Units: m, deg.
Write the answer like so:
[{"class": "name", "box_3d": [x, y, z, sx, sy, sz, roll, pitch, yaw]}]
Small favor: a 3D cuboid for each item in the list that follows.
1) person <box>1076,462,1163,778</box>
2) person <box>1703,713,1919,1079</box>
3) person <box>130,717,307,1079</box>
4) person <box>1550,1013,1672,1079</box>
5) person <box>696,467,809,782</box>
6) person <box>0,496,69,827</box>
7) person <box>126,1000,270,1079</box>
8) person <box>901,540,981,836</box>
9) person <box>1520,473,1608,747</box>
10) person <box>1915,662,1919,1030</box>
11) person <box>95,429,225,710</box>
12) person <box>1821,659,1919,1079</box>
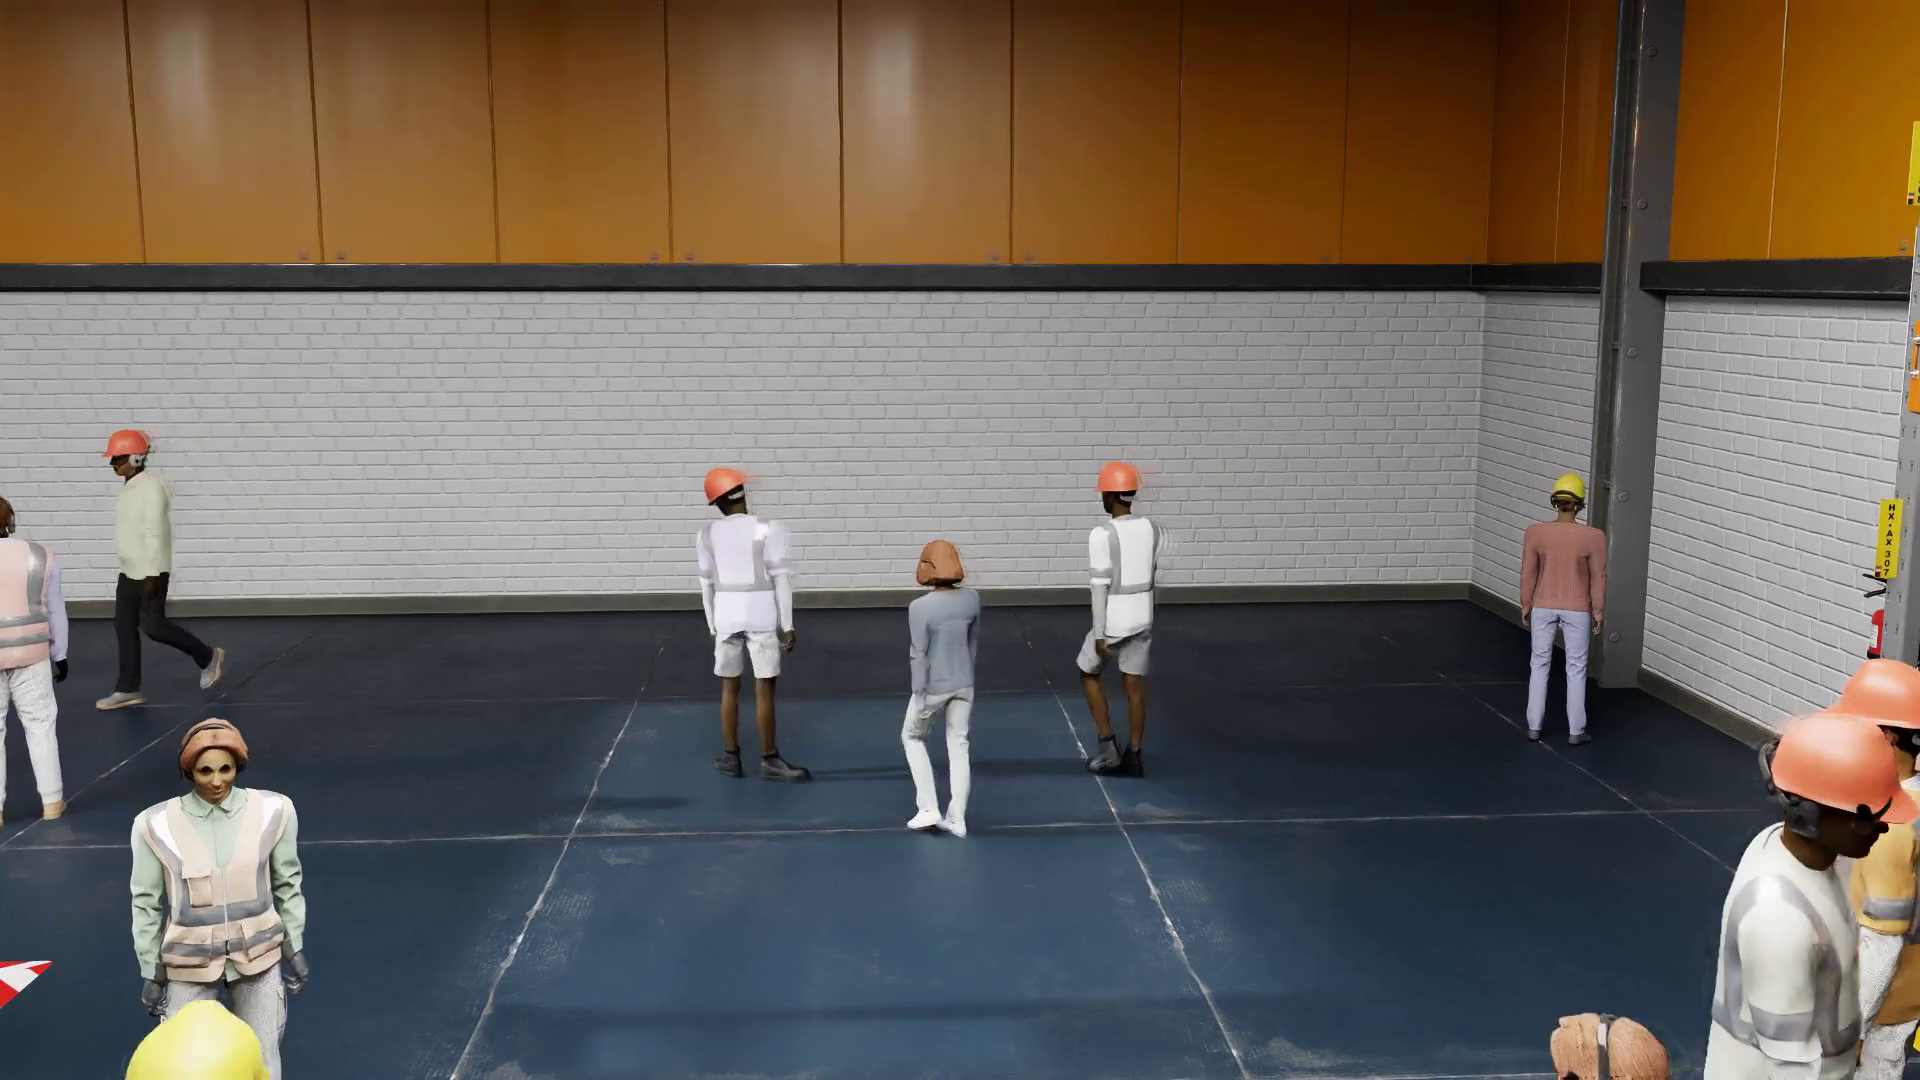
[{"class": "person", "box_3d": [0.970, 0.487, 10.061, 0.553, 1.919, 0.482, -6, 11, -31]}, {"class": "person", "box_3d": [2.073, 1.394, 4.020, 0.506, 2.029, 0.634, 6, 11, 32]}, {"class": "person", "box_3d": [-2.371, 1.372, 5.358, 0.511, 1.640, 0.309, -6, 11, -31]}, {"class": "person", "box_3d": [1.472, 1.729, 3.336, 0.928, 1.576, 0.530, 6, 11, 33]}, {"class": "person", "box_3d": [-1.219, 0.512, 10.028, 0.723, 1.892, 0.381, 2, 9, 14]}, {"class": "person", "box_3d": [-5.269, 0.662, 9.183, 0.633, 1.841, 0.429, -6, 11, -33]}, {"class": "person", "box_3d": [-1.307, 1.688, 2.843, 0.597, 1.814, 0.760, -1, 9, -5]}, {"class": "person", "box_3d": [-0.104, 0.801, 9.018, 0.506, 1.620, 0.437, -6, 11, -34]}, {"class": "person", "box_3d": [3.900, 0.449, 10.766, 0.533, 1.765, 0.330, 5, 10, 30]}, {"class": "person", "box_3d": [3.130, 1.243, 5.333, 0.651, 1.905, 0.409, 5, 11, 30]}, {"class": "person", "box_3d": [-5.714, 0.190, 11.752, 0.626, 1.969, 0.781, 7, 11, 37]}, {"class": "person", "box_3d": [2.655, 1.302, 4.867, 0.357, 1.938, 0.542, 7, 11, 37]}]
